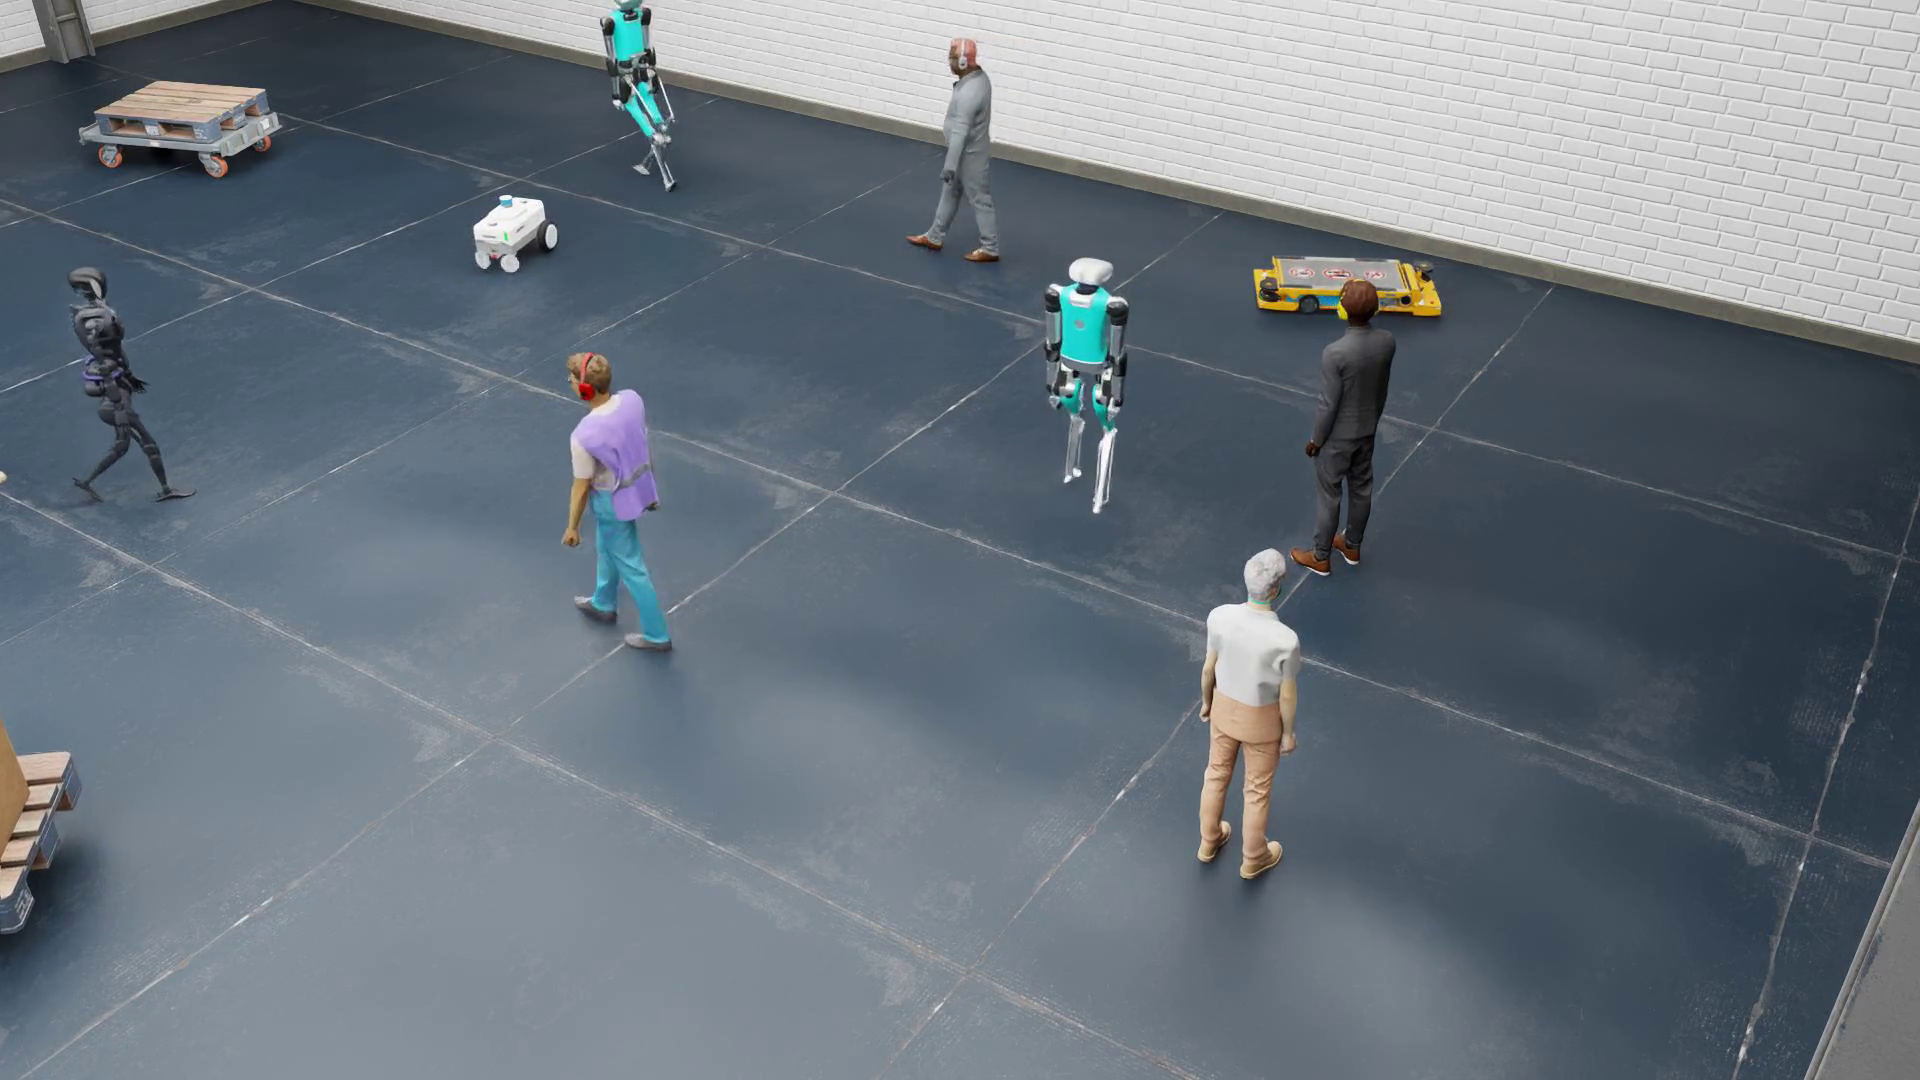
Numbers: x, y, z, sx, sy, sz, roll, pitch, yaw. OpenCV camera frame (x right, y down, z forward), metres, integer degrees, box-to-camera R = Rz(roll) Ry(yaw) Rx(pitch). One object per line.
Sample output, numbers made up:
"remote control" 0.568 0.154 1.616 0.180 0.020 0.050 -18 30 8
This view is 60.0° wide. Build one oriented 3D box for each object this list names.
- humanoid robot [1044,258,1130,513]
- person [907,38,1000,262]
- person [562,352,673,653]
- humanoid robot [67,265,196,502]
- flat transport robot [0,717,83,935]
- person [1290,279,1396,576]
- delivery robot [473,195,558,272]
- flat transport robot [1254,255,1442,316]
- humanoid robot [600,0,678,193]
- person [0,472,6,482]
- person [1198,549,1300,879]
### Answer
"humanoid robot" 0.871 -1.015 10.511 0.543 1.801 0.817 14 35 21
"person" -0.067 -3.197 13.743 0.904 1.868 0.677 3 33 5
"person" -1.996 -0.209 9.147 0.850 1.812 0.580 12 35 17
"humanoid robot" -5.393 -0.941 10.467 0.737 1.645 0.591 -11 34 -16
"flat transport robot" -4.816 1.611 7.750 0.659 0.231 1.431 -5 33 -8
"person" 2.267 -0.649 9.784 0.492 1.874 0.354 -15 36 -22
"delivery robot" -3.799 -2.626 14.096 0.523 0.614 0.786 8 34 13
"flat transport robot" 3.121 -2.052 13.449 1.431 0.231 0.659 3 33 4
"humanoid robot" -2.830 -4.087 15.313 0.921 1.819 0.531 26 41 35
"person" -6.531 -1.111 10.514 0.365 1.865 0.467 7 33 10
"person" 1.320 0.806 7.641 0.482 1.740 0.327 23 39 31
